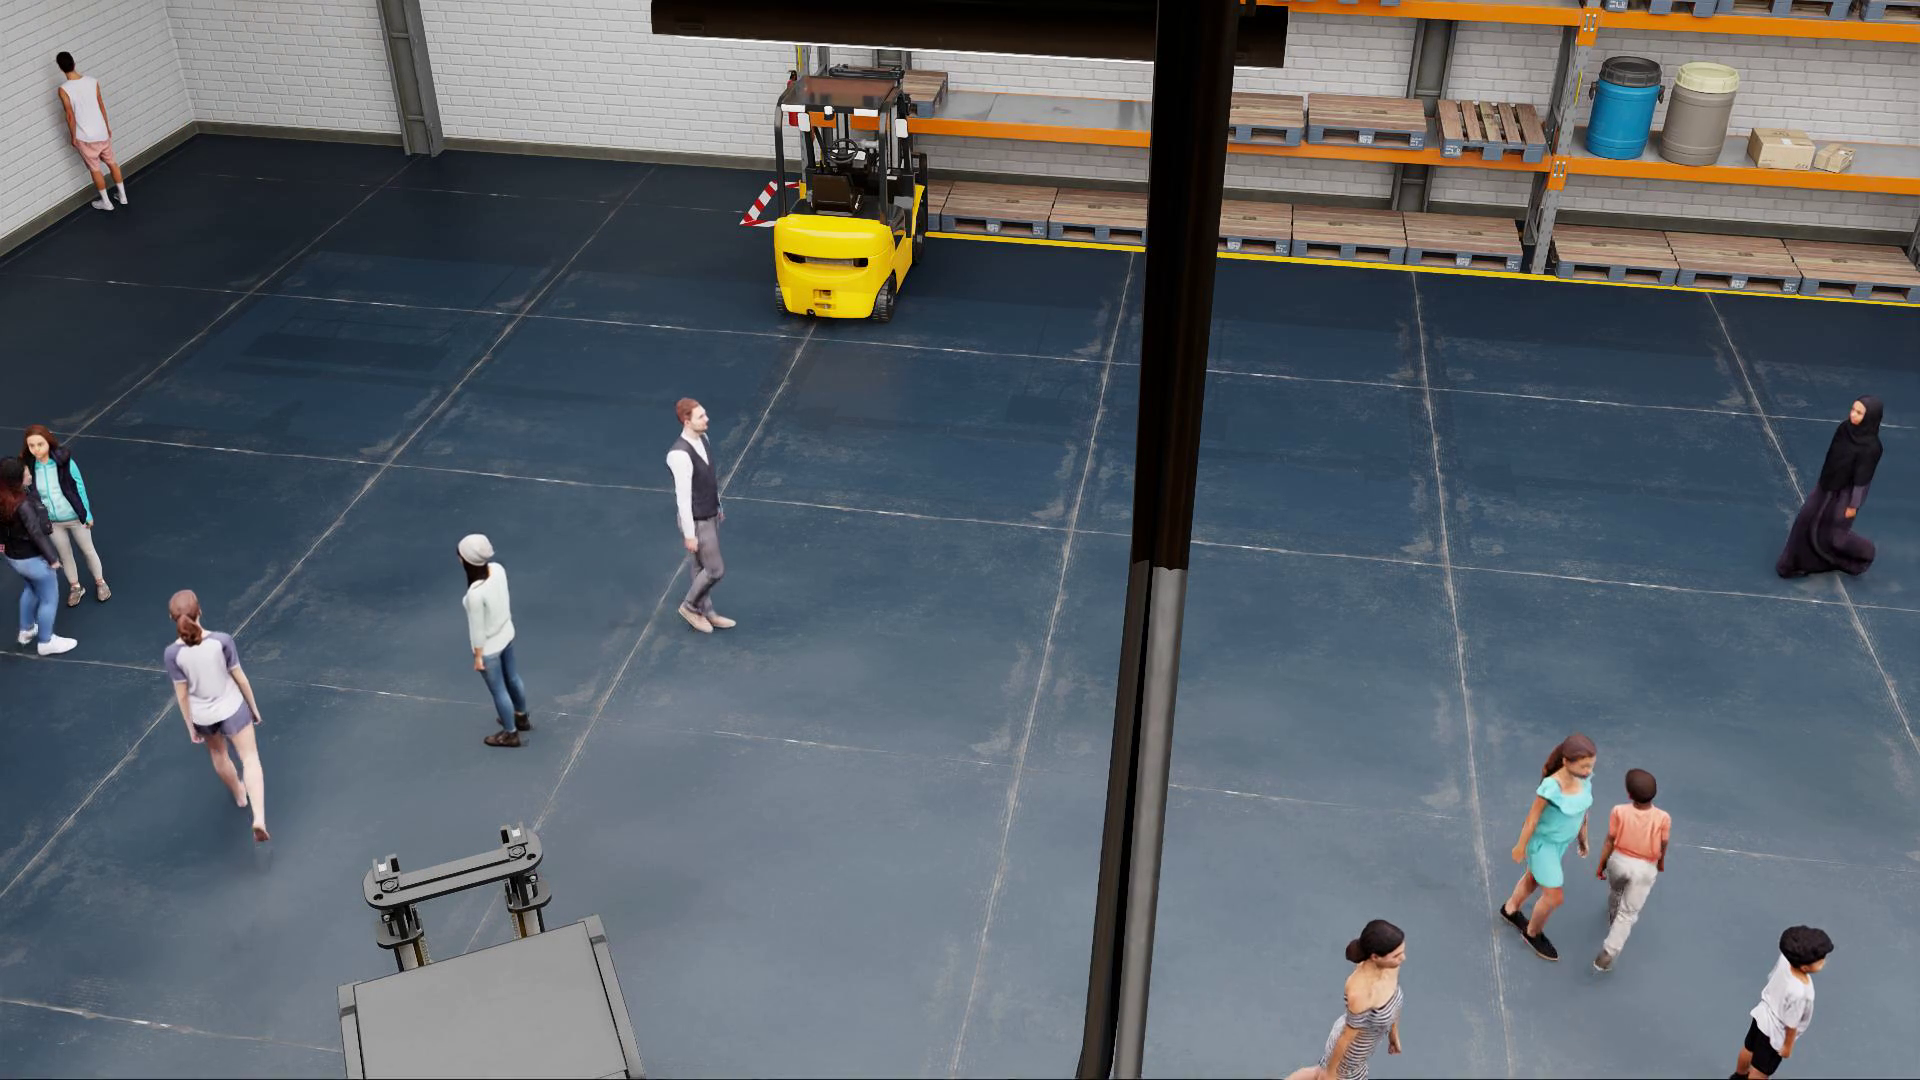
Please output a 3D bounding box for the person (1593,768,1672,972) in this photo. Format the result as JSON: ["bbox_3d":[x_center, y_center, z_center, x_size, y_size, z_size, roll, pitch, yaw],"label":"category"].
[{"bbox_3d":[3.821,1.898,9.474,0.910,1.287,0.785,20,39,27],"label":"person"}]

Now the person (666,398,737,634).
[{"bbox_3d":[-1.970,-0.171,12.006,0.618,1.929,0.667,6,34,8],"label":"person"}]

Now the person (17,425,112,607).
[{"bbox_3d":[-6.711,-0.199,12.437,0.652,1.500,0.735,-10,35,-15],"label":"person"}]

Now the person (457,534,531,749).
[{"bbox_3d":[-3.082,0.651,11.024,0.513,1.649,0.572,8,34,11],"label":"person"}]

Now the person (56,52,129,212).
[{"bbox_3d":[-9.849,-4.628,18.843,0.718,1.784,0.723,20,39,27],"label":"person"}]

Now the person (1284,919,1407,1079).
[{"bbox_3d":[1.822,2.486,8.151,1.175,1.773,0.875,19,38,26],"label":"person"}]

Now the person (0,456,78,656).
[{"bbox_3d":[-6.675,0.127,11.843,0.791,1.614,0.904,15,37,22],"label":"person"}]

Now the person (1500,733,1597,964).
[{"bbox_3d":[3.329,1.680,9.571,0.752,1.543,0.813,-22,39,-29],"label":"person"}]

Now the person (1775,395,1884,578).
[{"bbox_3d":[6.752,-0.384,12.624,1.010,1.601,0.797,-5,34,-7],"label":"person"}]

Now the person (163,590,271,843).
[{"bbox_3d":[-4.566,1.115,10.241,1.032,1.742,0.998,-14,36,-20],"label":"person"}]

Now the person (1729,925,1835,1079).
[{"bbox_3d":[4.239,2.480,8.622,0.481,1.260,0.486,4,34,7],"label":"person"}]
